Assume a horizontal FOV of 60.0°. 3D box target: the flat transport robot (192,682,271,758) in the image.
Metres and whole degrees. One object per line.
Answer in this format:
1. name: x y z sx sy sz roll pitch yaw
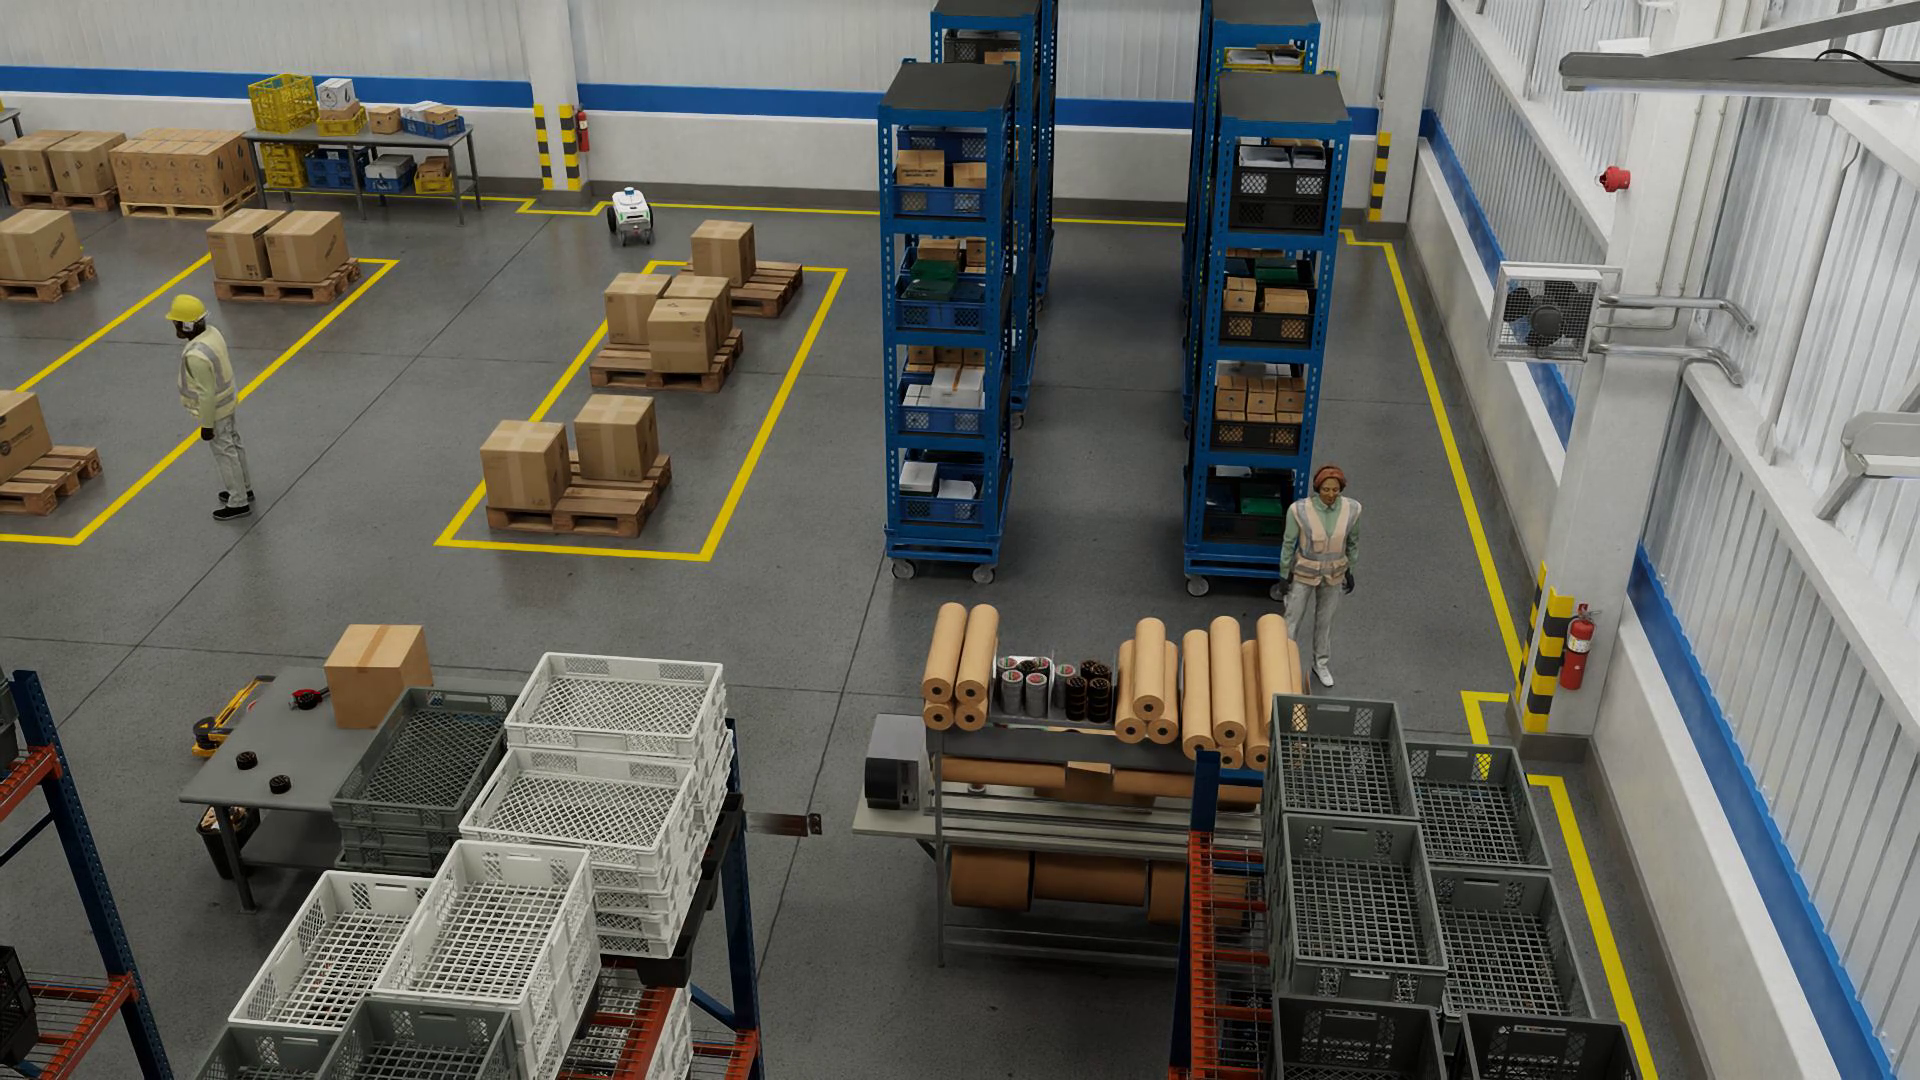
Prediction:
1. flat transport robot: -4.089 1.163 10.648 1.431 0.197 0.652 3 30 6

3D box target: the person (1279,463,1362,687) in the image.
1. person: 2.336 0.237 10.887 0.522 1.639 0.306 -3 30 -6

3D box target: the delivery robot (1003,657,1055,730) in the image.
1. delivery robot: 0.437 1.018 10.528 0.477 0.478 0.707 0 30 0

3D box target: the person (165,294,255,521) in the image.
1. person: -5.799 -1.037 12.885 0.403 1.833 0.591 -6 31 -10

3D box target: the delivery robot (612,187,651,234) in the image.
1. delivery robot: -3.685 -3.706 18.641 0.477 0.478 0.707 -9 31 -14
